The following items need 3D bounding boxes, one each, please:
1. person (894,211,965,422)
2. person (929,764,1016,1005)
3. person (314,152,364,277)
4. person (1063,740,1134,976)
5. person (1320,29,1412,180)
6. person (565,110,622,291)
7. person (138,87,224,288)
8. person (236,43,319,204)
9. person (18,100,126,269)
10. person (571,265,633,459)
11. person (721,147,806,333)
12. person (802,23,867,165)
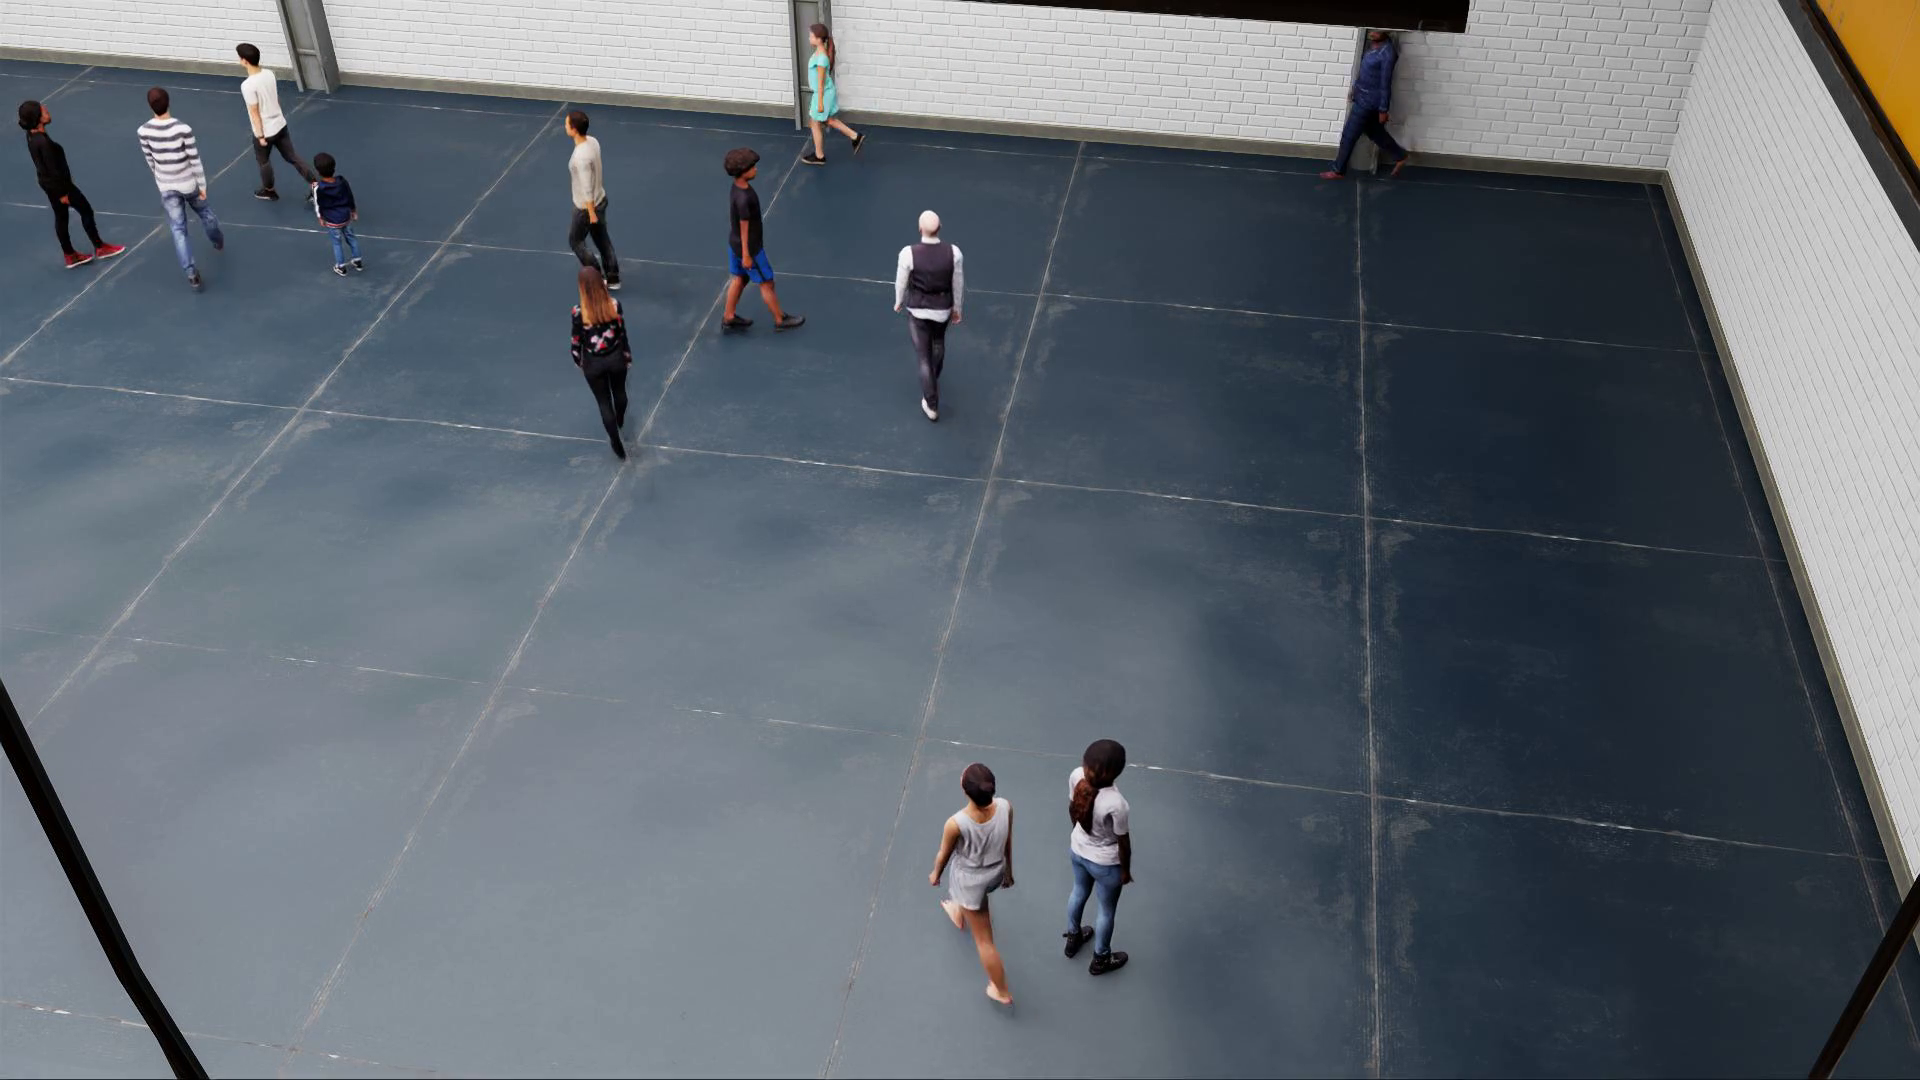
[{"bbox_3d":[-0.230,-1.812,13.727,1.061,1.794,1.021,-12,40,-14],"label":"person"},{"bbox_3d":[0.140,1.924,9.228,1.072,1.571,1.095,-20,43,-23],"label":"person"},{"bbox_3d":[-5.917,-3.100,15.798,0.597,1.222,0.646,-28,46,-31],"label":"person"},{"bbox_3d":[0.769,1.765,9.307,0.731,1.720,0.649,-29,47,-31],"label":"person"},{"bbox_3d":[4.314,-4.513,17.124,1.193,1.775,0.792,3,39,4],"label":"person"},{"bbox_3d":[-3.329,-3.109,15.348,0.634,1.798,0.661,4,39,5],"label":"person"},{"bbox_3d":[-7.298,-3.246,15.523,1.242,1.792,1.083,-11,40,-14],"label":"person"},{"bbox_3d":[-6.886,-4.152,16.741,1.126,1.689,0.762,13,40,15],"label":"person"},{"bbox_3d":[-8.612,-3.332,15.740,0.834,1.657,0.864,29,47,31],"label":"person"},{"bbox_3d":[-2.836,-1.395,13.314,0.956,1.657,0.946,-14,41,-17],"label":"person"},{"bbox_3d":[-1.960,-2.618,14.756,1.090,1.768,0.876,-8,39,-10],"label":"person"},{"bbox_3d":[-1.371,-4.682,17.520,0.918,1.545,0.589,4,39,5],"label":"person"}]
